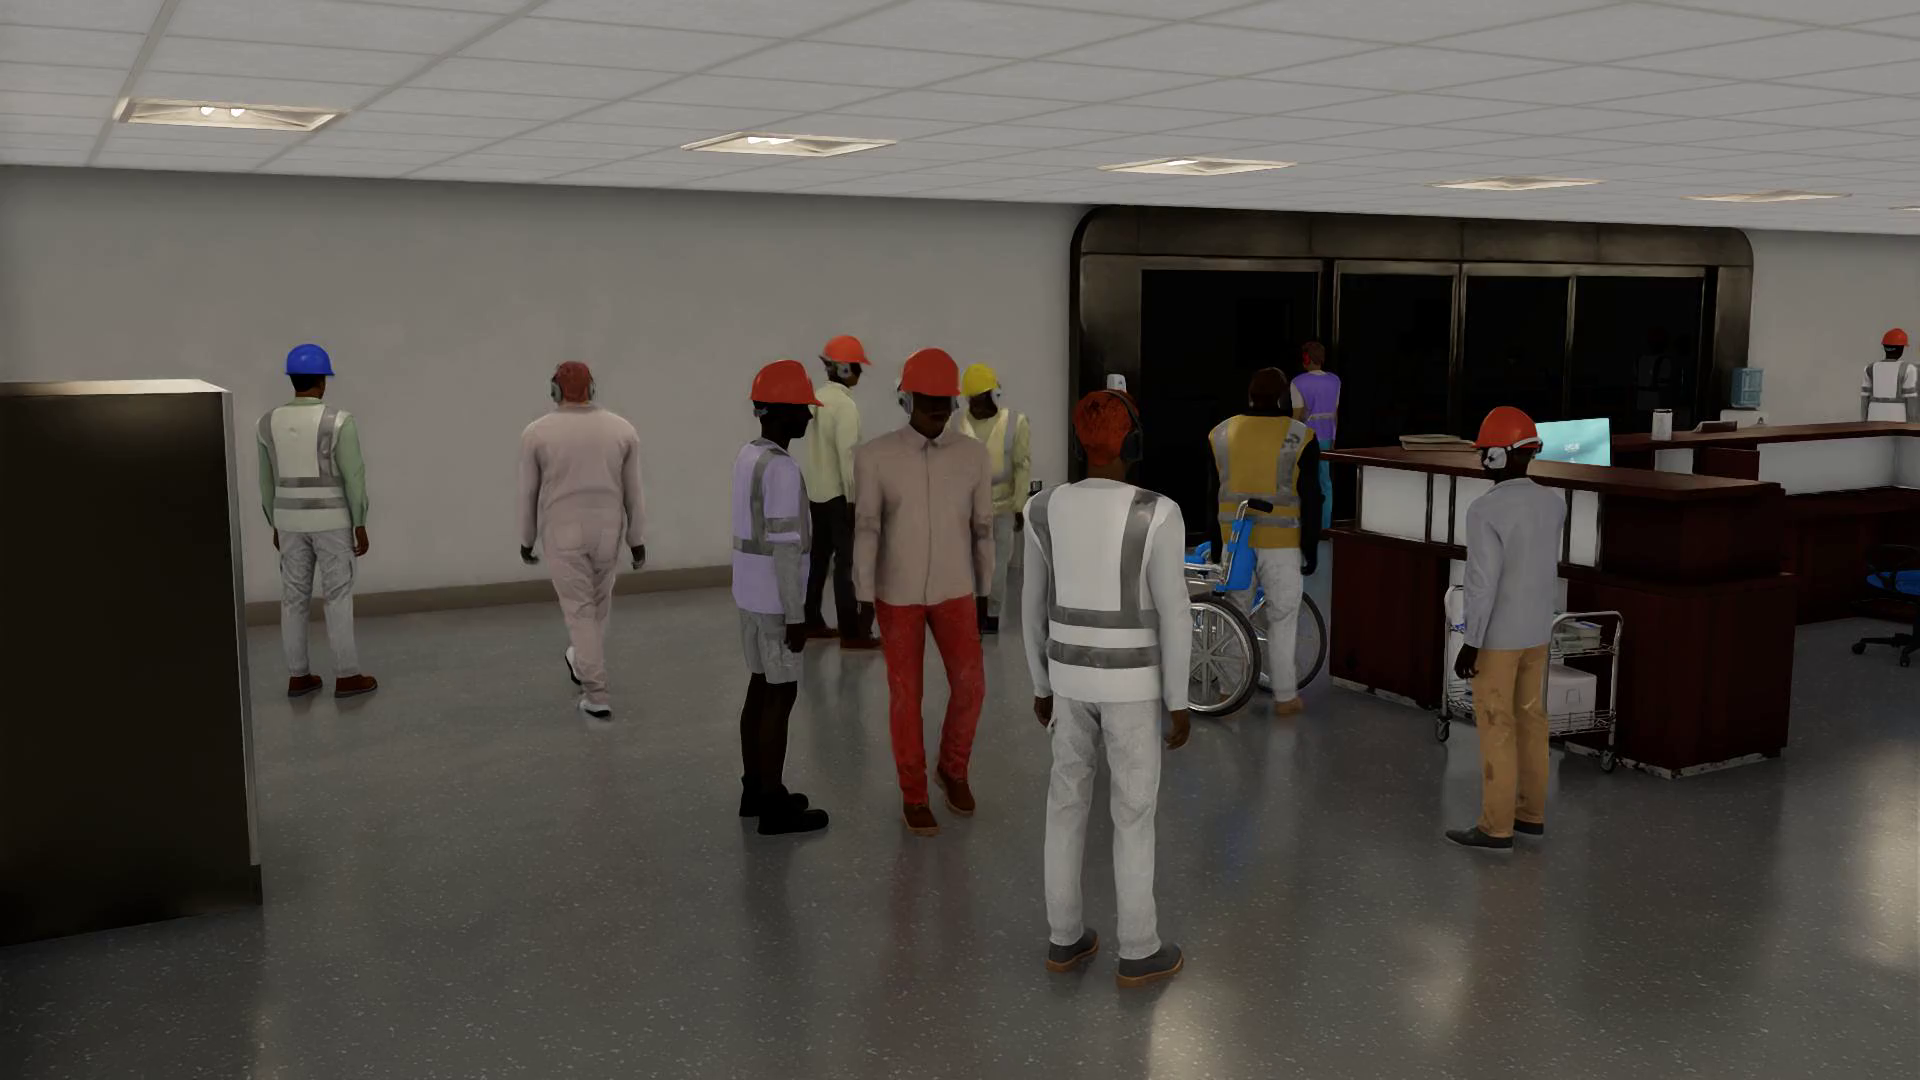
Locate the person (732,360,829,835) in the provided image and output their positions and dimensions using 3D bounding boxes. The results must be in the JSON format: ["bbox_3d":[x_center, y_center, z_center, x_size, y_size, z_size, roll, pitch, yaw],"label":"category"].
[{"bbox_3d":[-0.735,0.232,6.815,0.380,1.931,0.545,-3,9,-23],"label":"person"}]

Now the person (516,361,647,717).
[{"bbox_3d":[-2.076,-0.031,8.979,0.646,1.846,0.995,-5,9,-32],"label":"person"}]

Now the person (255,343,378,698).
[{"bbox_3d":[-3.528,-0.098,9.119,0.605,1.948,0.384,1,8,9],"label":"person"}]

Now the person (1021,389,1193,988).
[{"bbox_3d":[0.469,0.467,5.264,0.575,1.885,0.355,5,9,32],"label":"person"}]

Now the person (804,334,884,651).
[{"bbox_3d":[-0.768,-0.305,10.488,0.396,1.991,0.618,-4,9,-27],"label":"person"}]

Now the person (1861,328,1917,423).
[{"bbox_3d":[9.753,-1.246,17.467,0.358,1.938,0.542,-6,10,-39],"label":"person"}]

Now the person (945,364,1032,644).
[{"bbox_3d":[0.161,-0.225,10.649,0.600,1.776,0.868,1,8,7],"label":"person"}]

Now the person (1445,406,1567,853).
[{"bbox_3d":[2.141,0.348,6.587,0.566,1.750,0.341,-6,10,-38],"label":"person"}]

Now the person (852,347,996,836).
[{"bbox_3d":[-0.139,0.214,6.749,0.633,1.978,0.428,-2,8,-15],"label":"person"}]

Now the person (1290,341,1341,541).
[{"bbox_3d":[3.237,-0.893,15.242,0.564,1.846,0.390,-5,9,-32],"label":"person"}]

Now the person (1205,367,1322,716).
[{"bbox_3d":[1.603,0.010,8.770,0.629,1.835,0.429,5,9,30],"label":"person"}]
